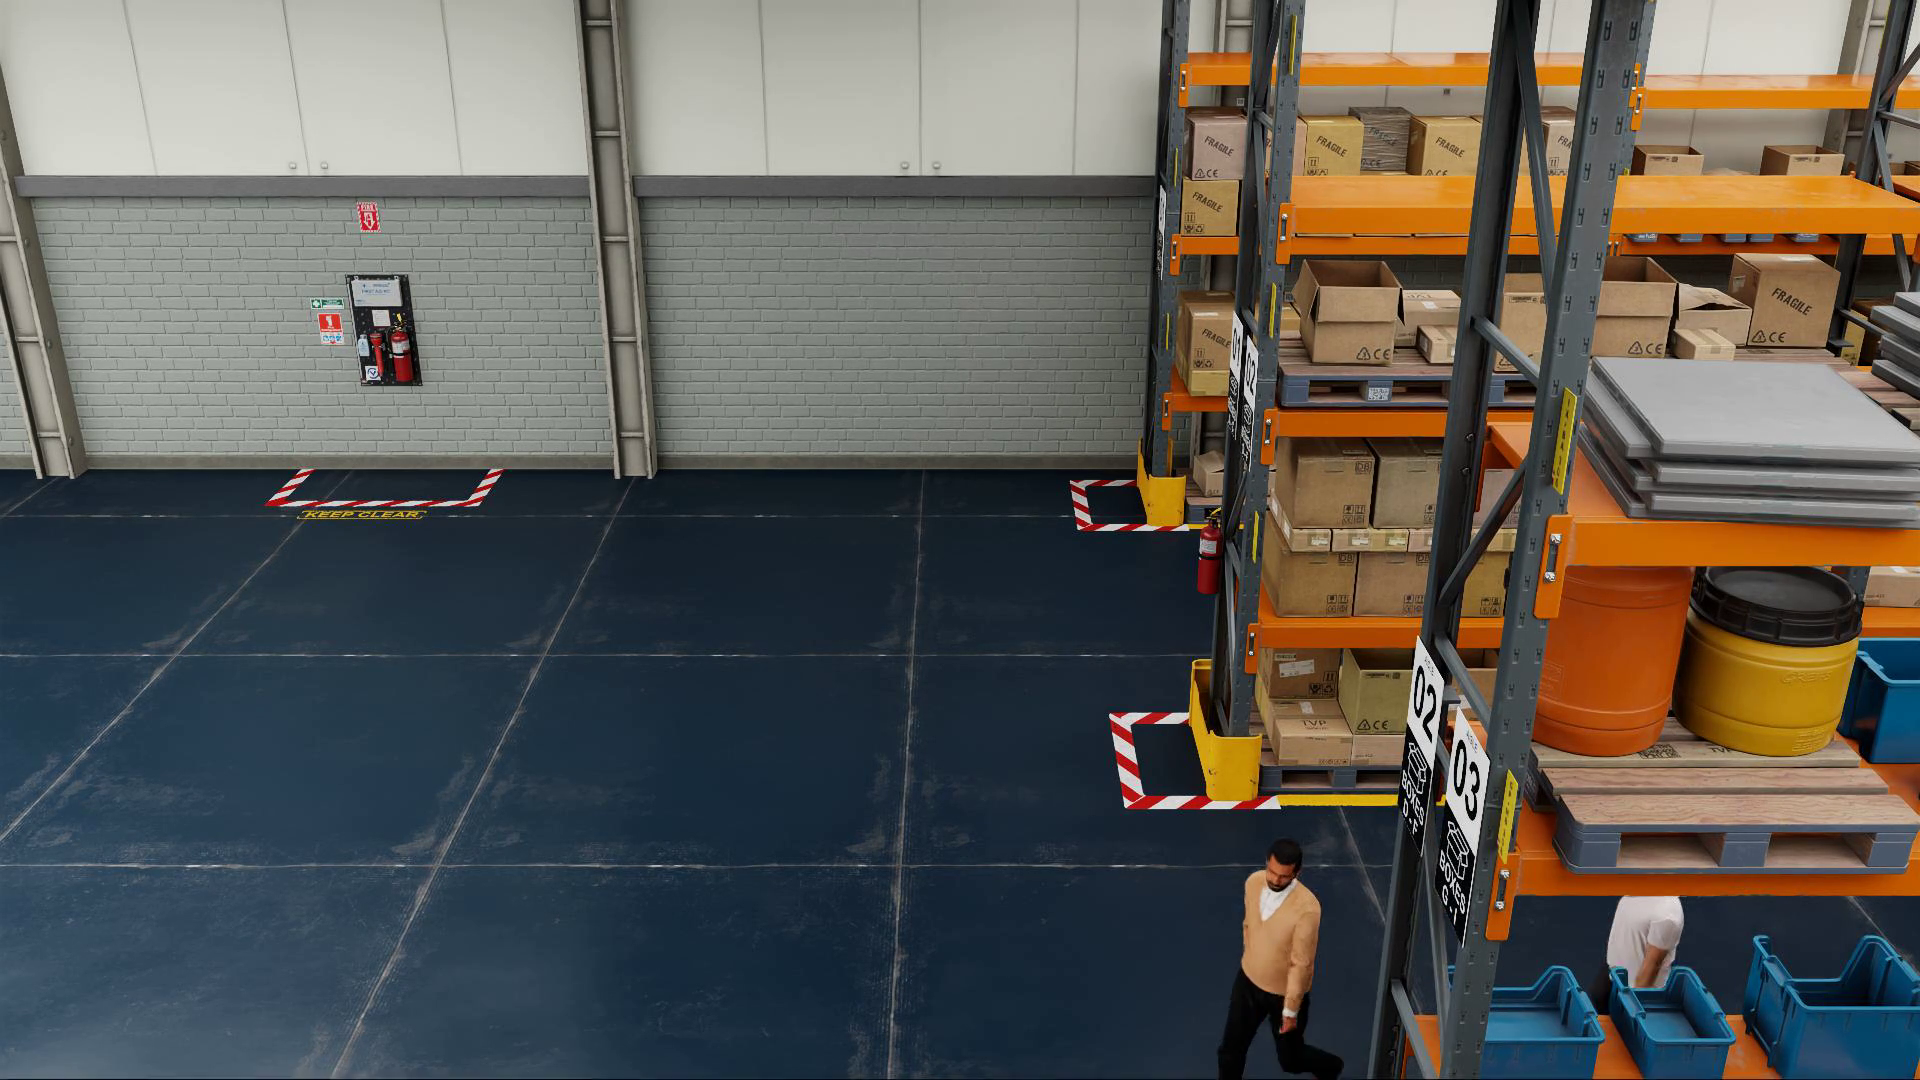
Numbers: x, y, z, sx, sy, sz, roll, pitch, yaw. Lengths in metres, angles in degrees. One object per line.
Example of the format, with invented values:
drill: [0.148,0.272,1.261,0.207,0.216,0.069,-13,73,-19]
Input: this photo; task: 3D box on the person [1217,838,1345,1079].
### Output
person: [1.641,2.221,8.316,1.169,1.726,1.054,-16,28,-33]
